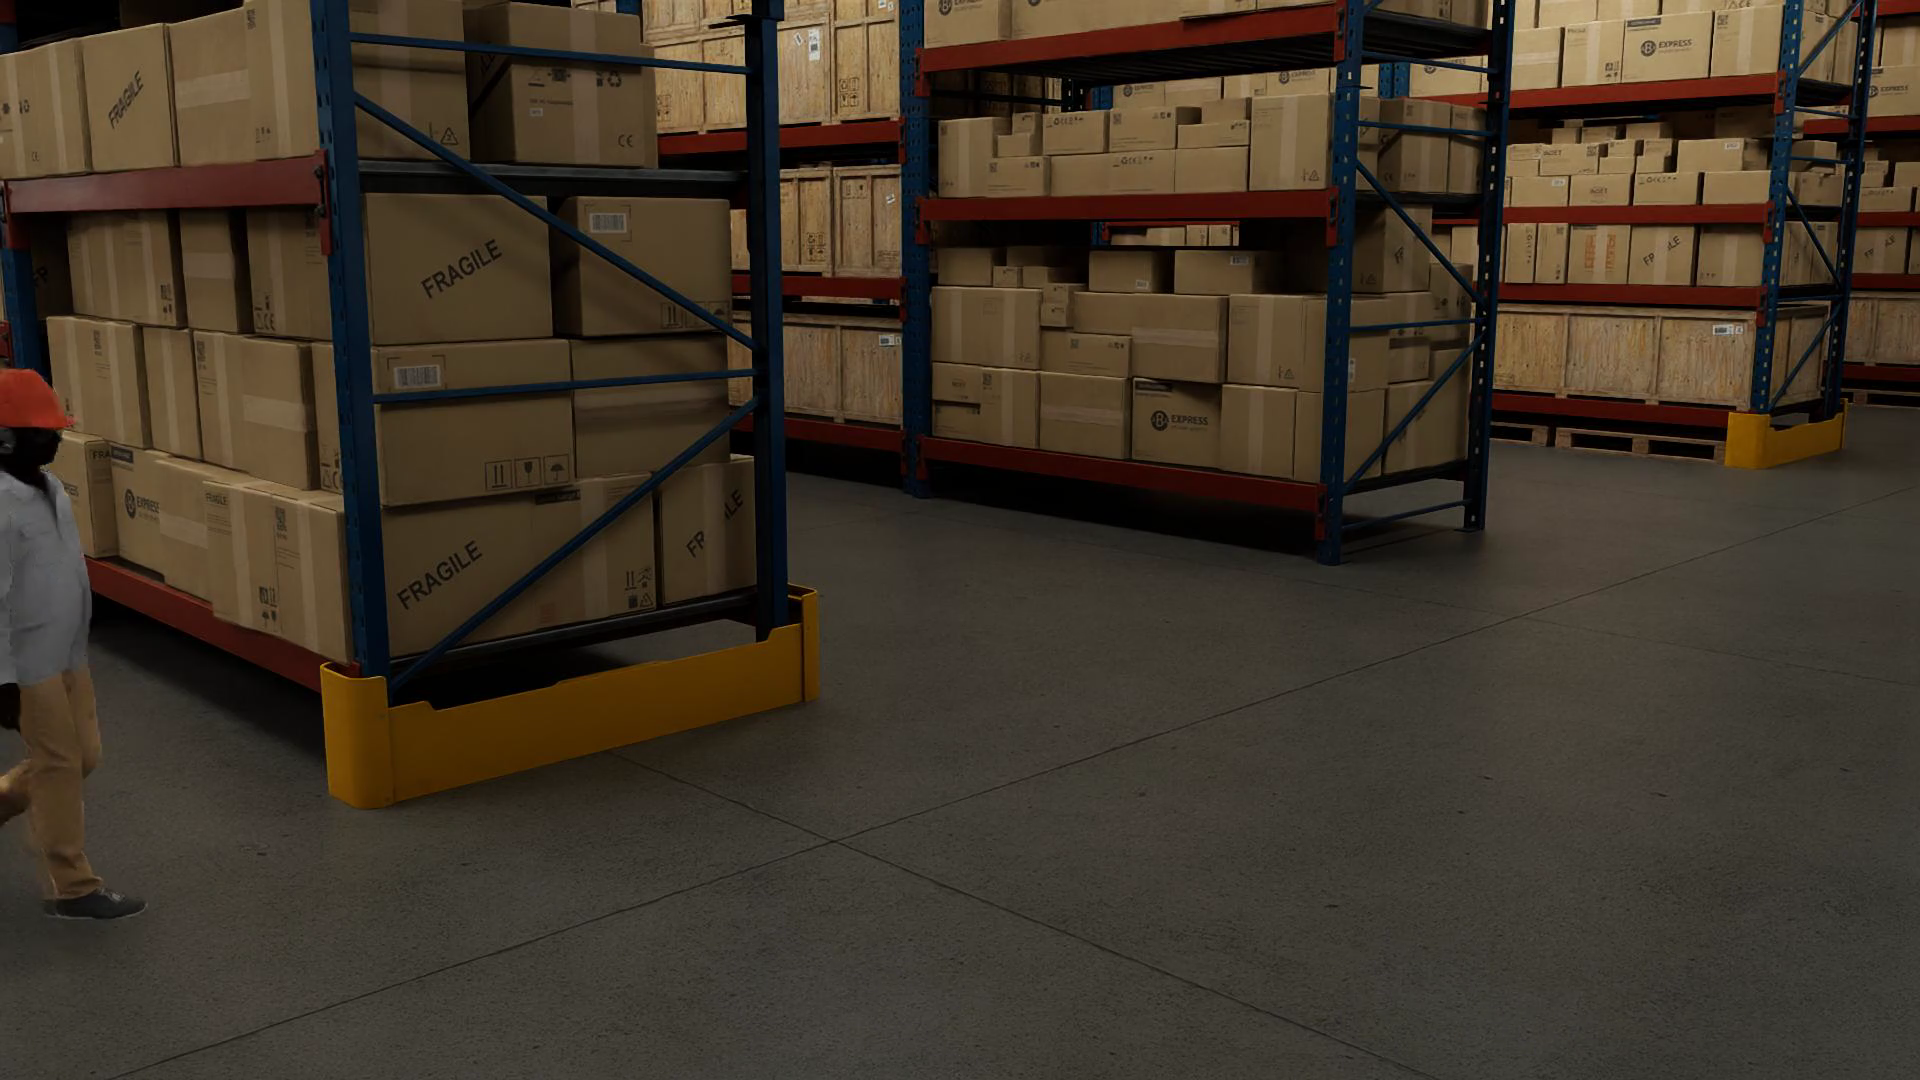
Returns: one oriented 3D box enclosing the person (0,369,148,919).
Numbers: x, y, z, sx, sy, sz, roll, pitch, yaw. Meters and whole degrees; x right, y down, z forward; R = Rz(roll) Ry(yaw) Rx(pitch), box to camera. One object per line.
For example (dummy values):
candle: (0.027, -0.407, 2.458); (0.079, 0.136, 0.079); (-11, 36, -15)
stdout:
person: (-2.906, 0.339, 5.131); (0.598, 1.734, 0.568); (-1, 10, -3)
